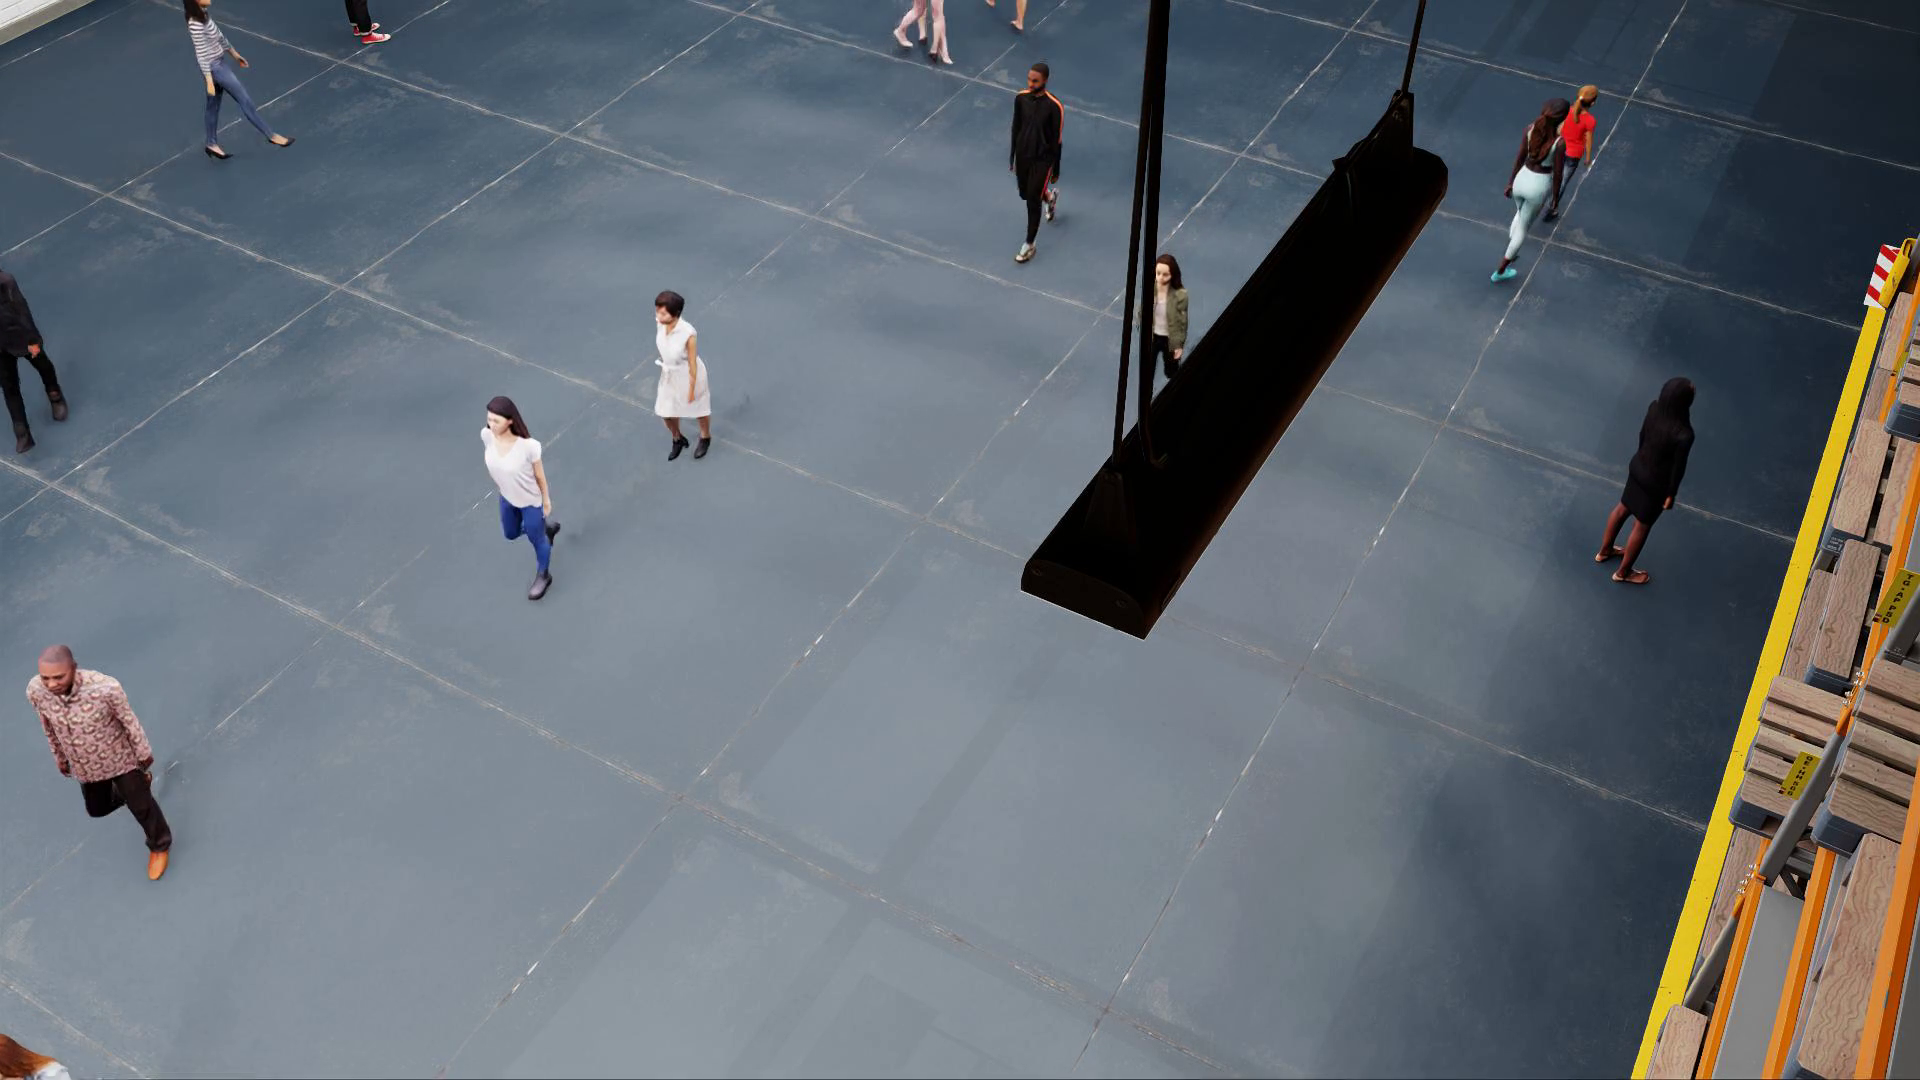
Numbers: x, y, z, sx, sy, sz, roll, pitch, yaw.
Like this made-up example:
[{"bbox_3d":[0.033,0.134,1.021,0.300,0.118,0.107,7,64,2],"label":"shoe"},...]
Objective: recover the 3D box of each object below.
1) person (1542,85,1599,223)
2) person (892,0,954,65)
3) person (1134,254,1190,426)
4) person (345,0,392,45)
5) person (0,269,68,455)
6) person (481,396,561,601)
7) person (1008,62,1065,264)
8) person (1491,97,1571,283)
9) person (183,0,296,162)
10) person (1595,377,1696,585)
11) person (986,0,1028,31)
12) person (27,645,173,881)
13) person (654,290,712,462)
[{"bbox_3d":[5.410,-3.440,14.896,0.670,1.296,0.588,-32,52,-29],"label":"person"},{"bbox_3d":[-0.444,-5.732,16.962,0.834,1.764,0.990,24,49,23],"label":"person"},{"bbox_3d":[1.578,-1.579,12.824,0.656,1.460,0.932,17,46,17],"label":"person"},{"bbox_3d":[-6.386,-6.068,17.317,0.754,1.761,0.779,-25,49,-24],"label":"person"},{"bbox_3d":[-7.199,-1.601,12.646,1.058,1.737,1.133,-10,44,-10],"label":"person"},{"bbox_3d":[-2.930,-0.341,11.369,0.673,1.674,0.835,14,45,15],"label":"person"},{"bbox_3d":[0.706,-3.326,14.422,0.627,1.784,1.049,22,48,22],"label":"person"},{"bbox_3d":[4.764,-2.916,14.049,0.770,1.705,0.707,-29,51,-27],"label":"person"},{"bbox_3d":[-7.028,-4.324,15.492,1.114,1.753,0.998,-15,46,-16],"label":"person"},{"bbox_3d":[4.750,-0.425,11.426,0.740,1.716,0.678,-10,45,-11],"label":"person"},{"bbox_3d":[0.566,-6.168,17.568,1.030,1.560,1.066,-12,45,-13],"label":"person"},{"bbox_3d":[-4.955,1.189,9.678,0.934,1.791,1.026,-1,44,-1],"label":"person"},{"bbox_3d":[-2.011,-1.255,12.426,0.533,1.540,0.631,23,48,22],"label":"person"}]
